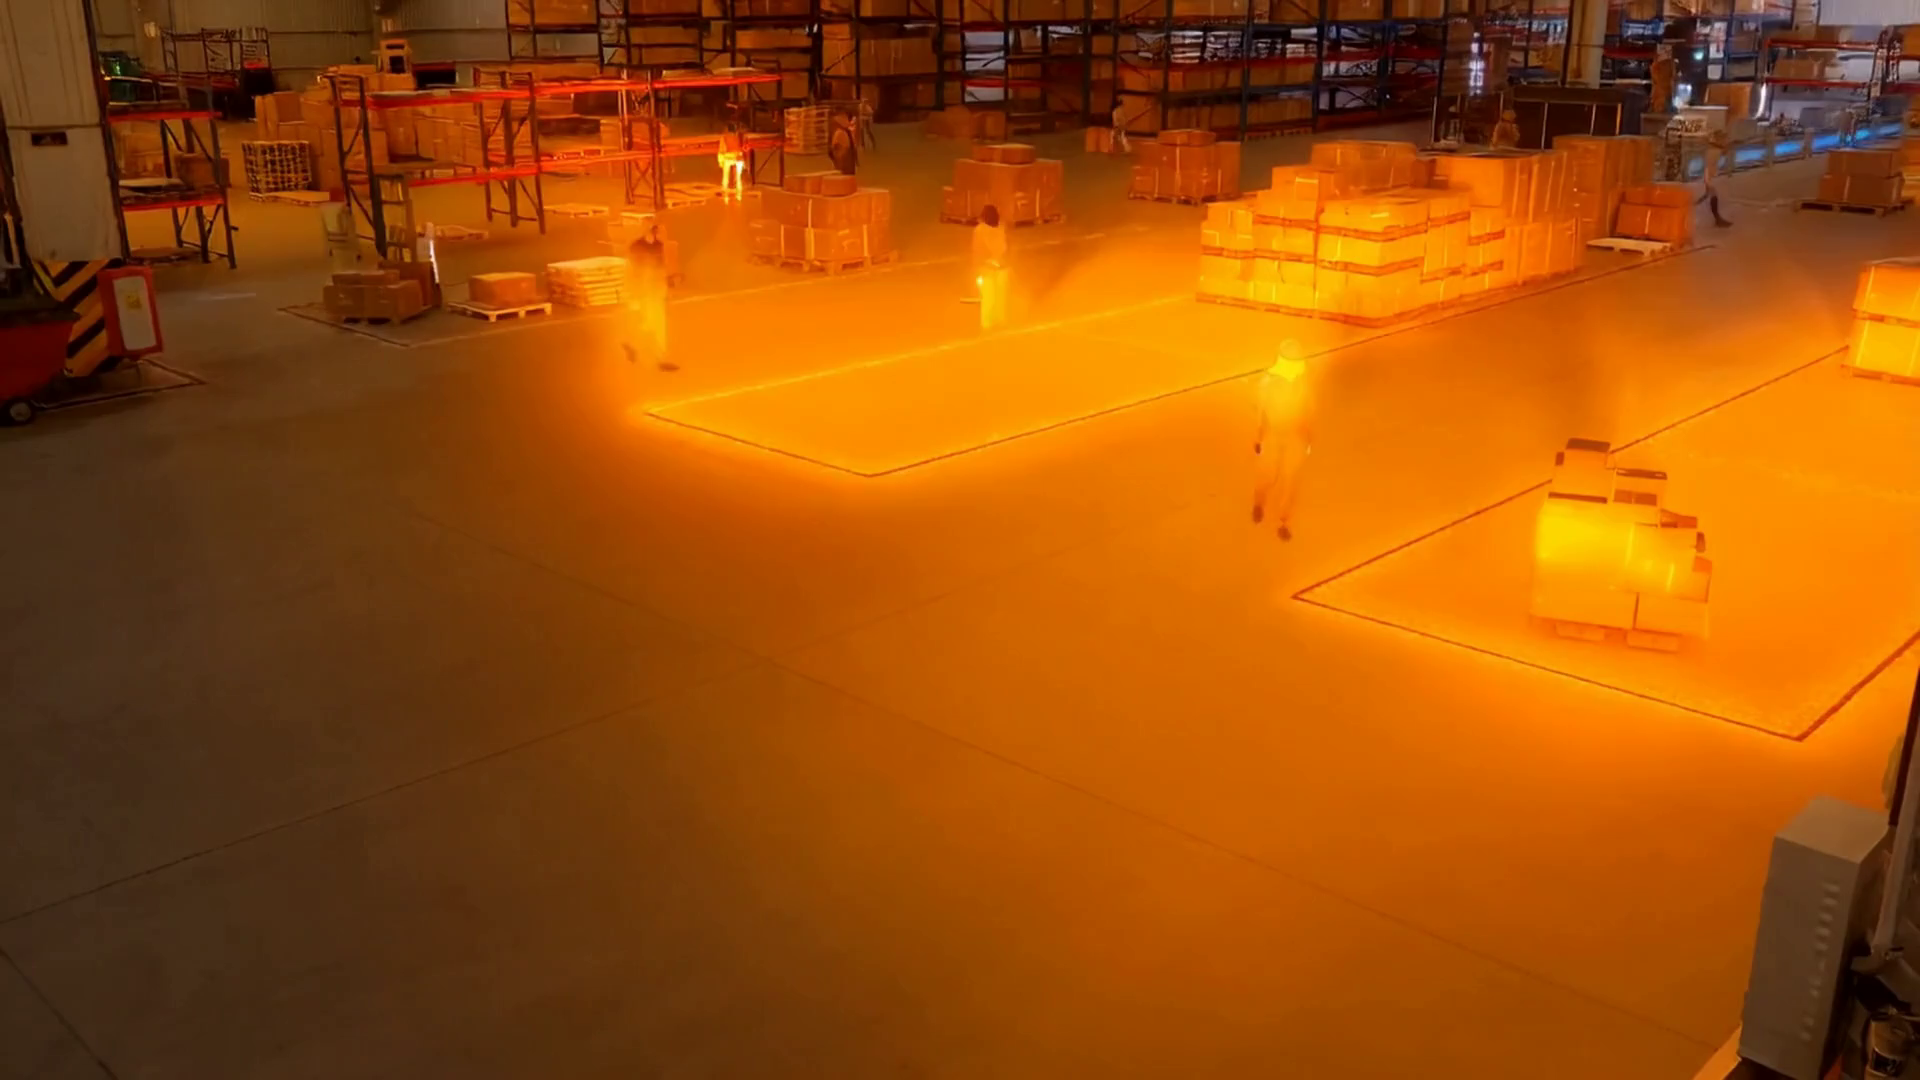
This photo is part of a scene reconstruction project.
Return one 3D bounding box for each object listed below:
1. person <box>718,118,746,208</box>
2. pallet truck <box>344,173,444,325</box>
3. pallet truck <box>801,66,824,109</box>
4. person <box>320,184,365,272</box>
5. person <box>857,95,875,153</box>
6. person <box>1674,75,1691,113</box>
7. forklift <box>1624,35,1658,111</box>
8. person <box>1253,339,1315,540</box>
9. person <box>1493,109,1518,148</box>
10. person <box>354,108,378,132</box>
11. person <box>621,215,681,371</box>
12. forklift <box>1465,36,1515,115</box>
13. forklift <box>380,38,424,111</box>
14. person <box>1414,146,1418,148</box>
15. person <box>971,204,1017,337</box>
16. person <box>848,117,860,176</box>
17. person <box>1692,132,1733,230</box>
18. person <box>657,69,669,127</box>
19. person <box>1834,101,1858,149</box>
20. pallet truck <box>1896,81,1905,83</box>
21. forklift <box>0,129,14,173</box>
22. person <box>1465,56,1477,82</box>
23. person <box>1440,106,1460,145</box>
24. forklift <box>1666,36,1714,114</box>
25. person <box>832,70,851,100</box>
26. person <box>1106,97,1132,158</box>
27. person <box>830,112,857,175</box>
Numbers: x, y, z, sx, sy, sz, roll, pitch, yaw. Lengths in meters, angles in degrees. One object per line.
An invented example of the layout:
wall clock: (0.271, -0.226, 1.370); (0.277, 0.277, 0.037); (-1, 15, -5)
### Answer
person: (-4.887, -8.066, 35.642); (0.581, 1.882, 0.339); (-5, 19, -15)
pallet truck: (-8.209, -4.181, 23.757); (0.823, 1.965, 1.885); (3, 19, 9)
pallet truck: (-4.812, -15.182, 56.903); (0.823, 1.965, 1.885); (-9, 21, -26)
person: (-9.019, -4.269, 24.286); (0.649, 1.829, 0.480); (10, 21, 28)
person: (-2.699, -11.964, 47.801); (0.523, 1.623, 0.526); (9, 20, 24)
person: (24.710, -15.032, 56.922); (0.535, 1.697, 0.318); (-1, 18, -2)
forklift: (25.736, -17.745, 63.246); (1.129, 2.768, 1.873); (17, 25, 41)
person: (2.755, -0.880, 14.225); (0.488, 1.733, 0.474); (-1, 18, -4)
person: (12.977, -9.327, 39.551); (0.622, 1.812, 0.418); (-6, 19, -17)
person: (-15.540, -10.687, 43.526); (0.642, 1.902, 0.978); (-17, 25, -42)
person: (-3.866, -3.045, 20.473); (0.819, 1.917, 0.634); (7, 20, 21)
forklift: (19.973, -17.201, 61.605); (1.873, 2.768, 1.129); (16, 24, 40)
forklift: (-19.986, -16.397, 59.182); (1.129, 2.768, 1.873); (-13, 23, -35)
person: (8.024, -6.071, 29.656); (0.793, 1.870, 0.624); (-3, 19, -9)
person: (0.474, -3.636, 22.435); (0.767, 1.801, 0.444); (-16, 24, -39)
person: (-2.322, -8.280, 36.307); (0.328, 1.872, 0.509); (4, 19, 12)
person: (14.723, -7.007, 32.463); (0.972, 1.869, 0.650); (8, 20, 22)
person: (-10.113, -15.003, 56.506); (0.588, 1.911, 0.396); (11, 21, 29)
person: (23.982, -11.052, 45.033); (0.526, 1.618, 0.396); (16, 24, 40)
pallet truck: (34.802, -16.331, 61.455); (0.653, 1.274, 1.630); (17, 25, 41)
forklift: (-24.027, -10.894, 42.604); (1.129, 2.768, 1.873); (17, 25, 41)
person: (21.581, -19.521, 70.262); (0.442, 1.821, 0.606); (-15, 24, -38)
person: (11.437, -9.160, 38.879); (0.397, 1.928, 0.542); (-9, 21, -26)
forklift: (27.341, -17.291, 61.877); (1.129, 2.768, 1.873); (17, 25, 41)
person: (-3.845, -14.255, 54.128); (0.609, 1.986, 0.390); (-1, 18, -4)
person: (4.458, -11.486, 46.306); (0.800, 1.654, 0.585); (17, 25, 42)
person: (-2.521, -8.160, 35.679); (0.535, 2.000, 0.700); (10, 21, 28)
